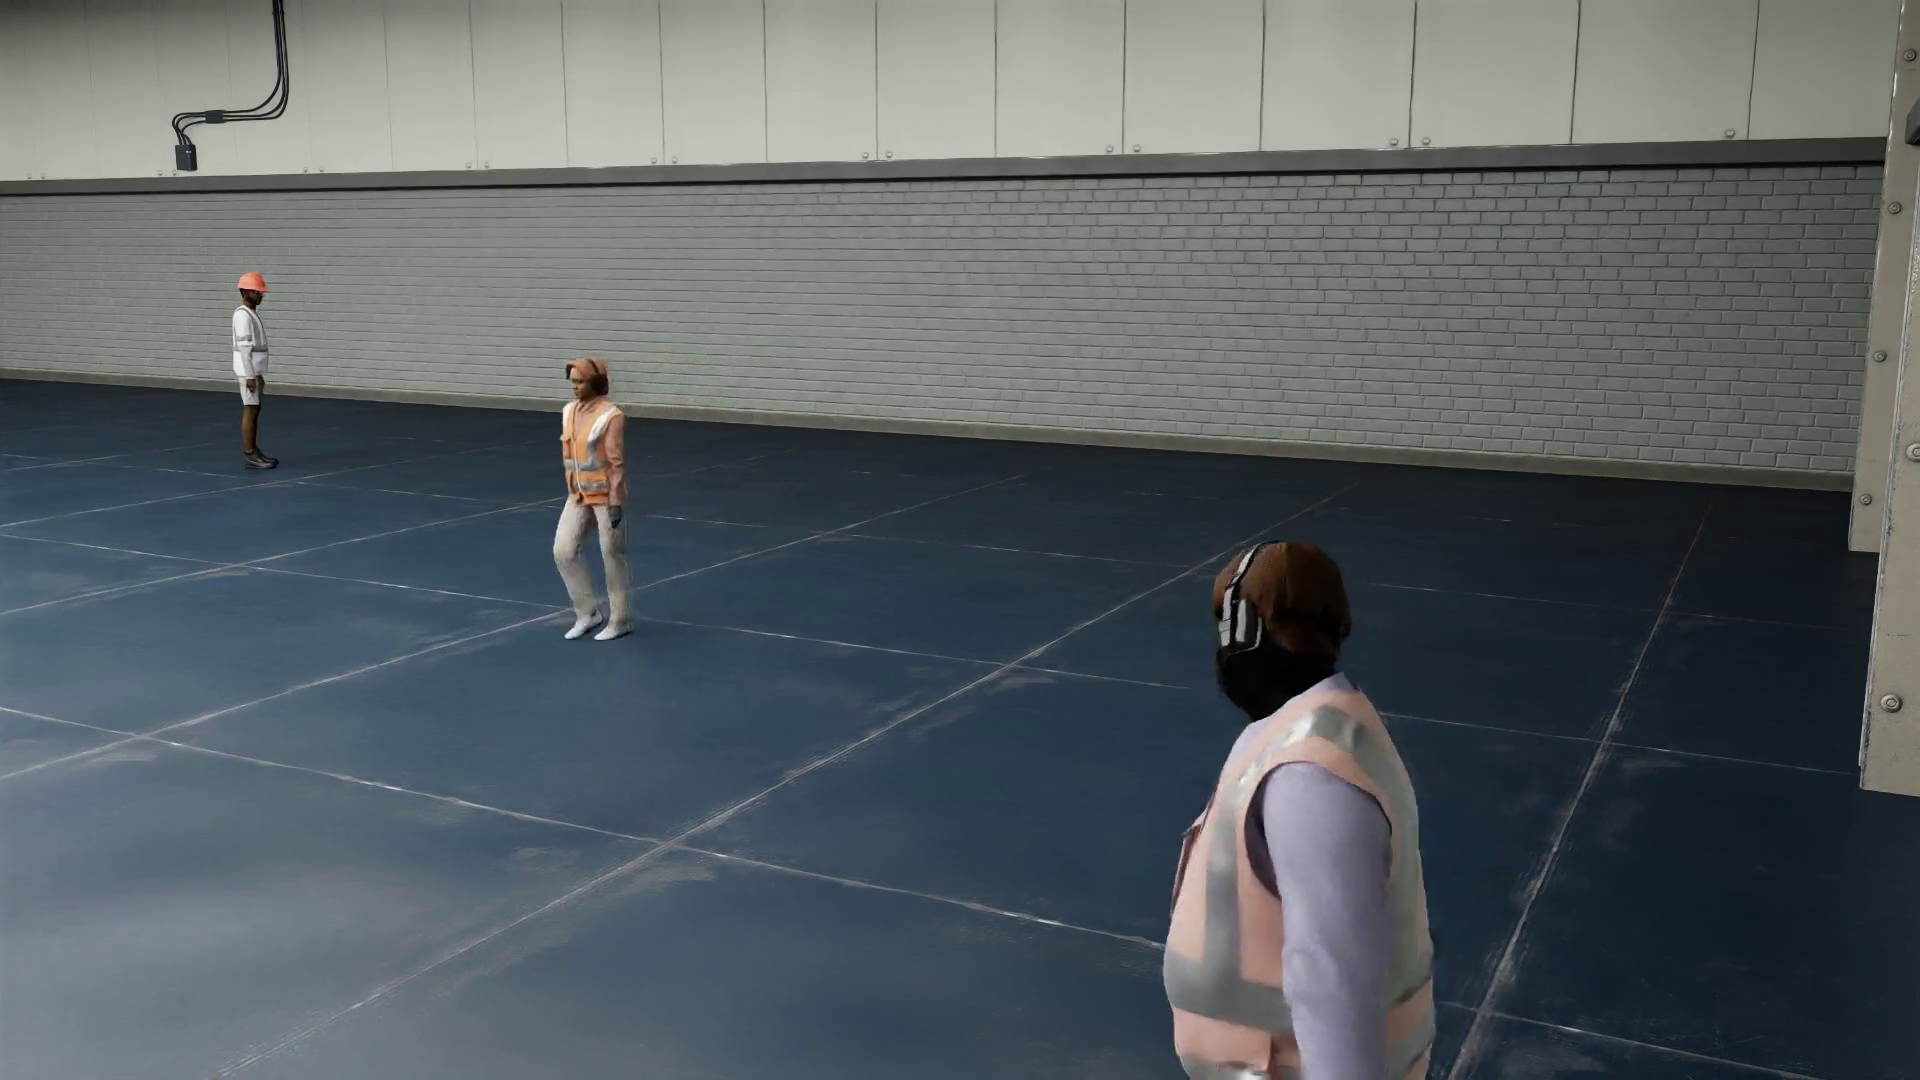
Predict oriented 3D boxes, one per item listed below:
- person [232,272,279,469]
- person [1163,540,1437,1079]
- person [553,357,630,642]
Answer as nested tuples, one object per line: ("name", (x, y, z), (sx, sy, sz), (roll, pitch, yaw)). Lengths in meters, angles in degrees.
("person", (-6.968, -1.669, 16.437), (0.375, 1.934, 0.547), (-3, 11, -14))
("person", (0.542, 0.924, 2.696), (0.433, 1.807, 0.763), (1, 10, 7))
("person", (-2.067, -0.214, 9.333), (0.537, 1.617, 0.511), (8, 13, 37))
